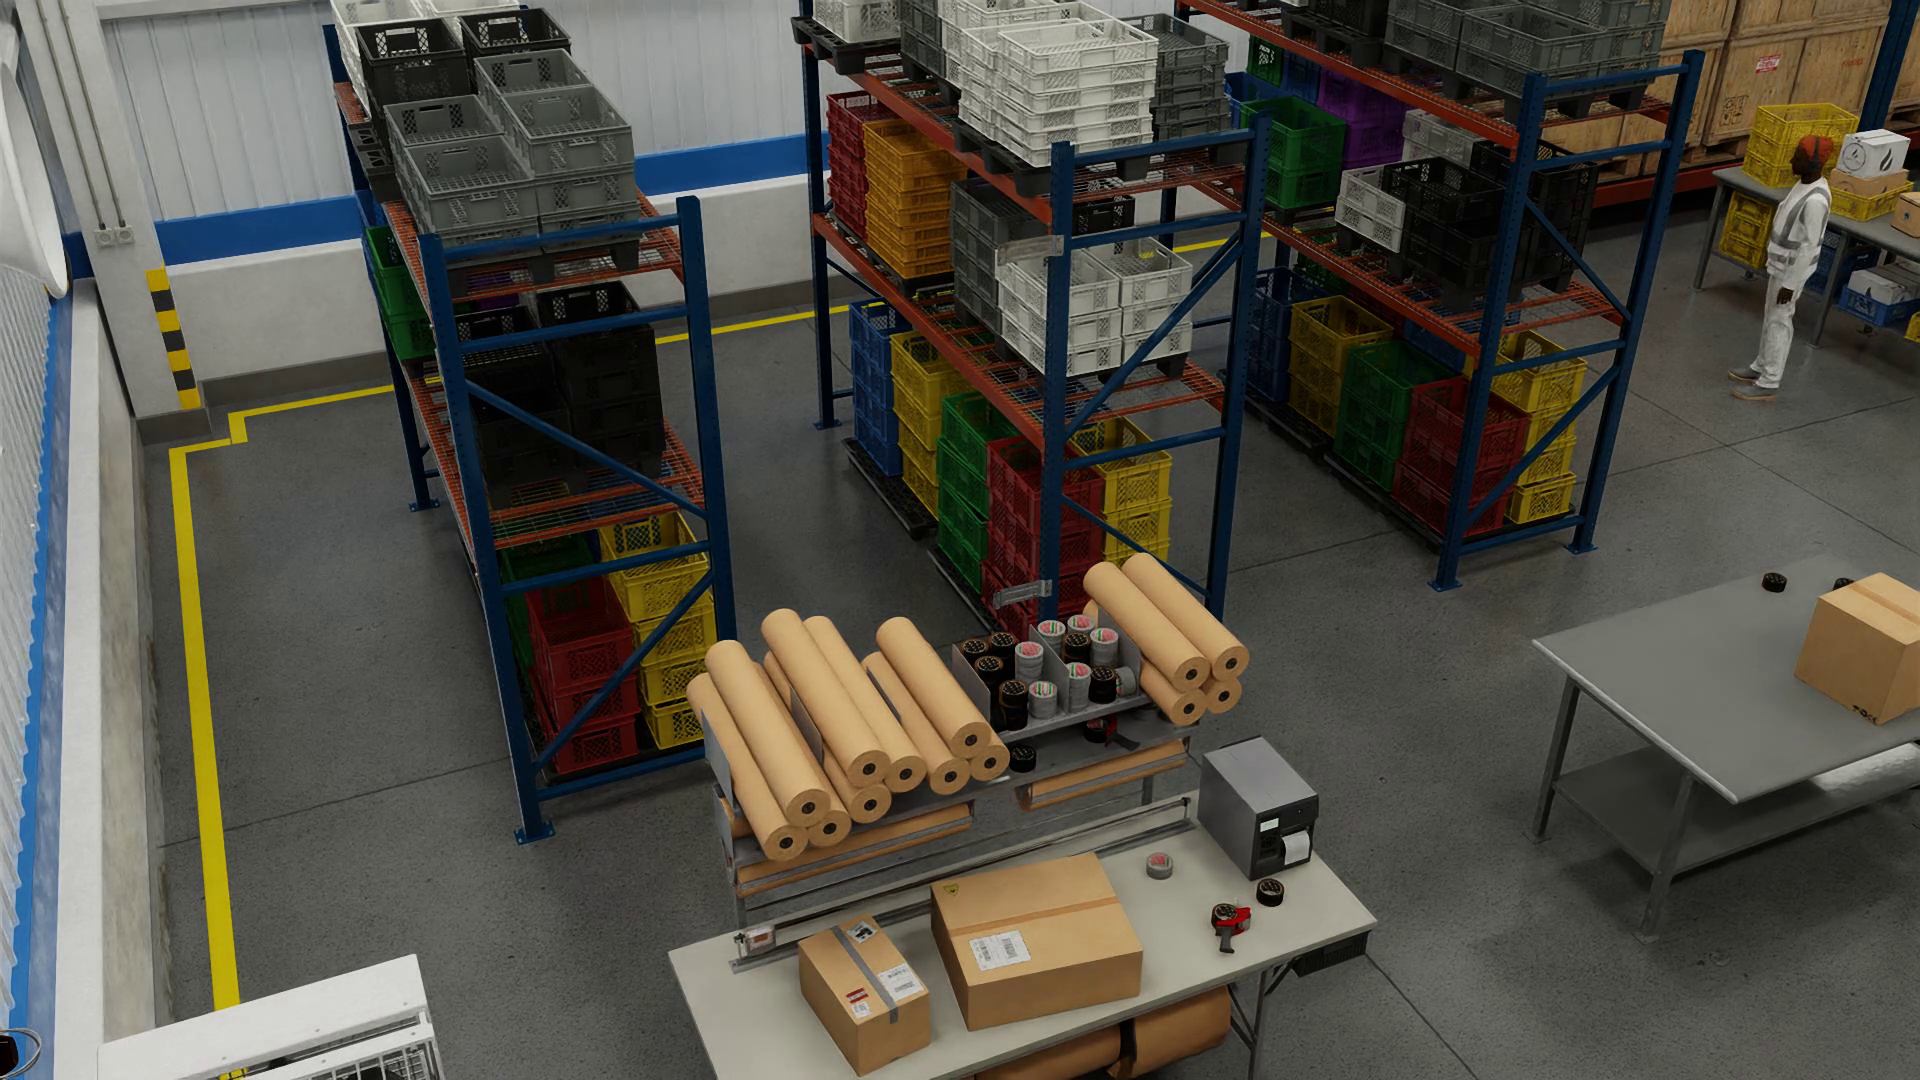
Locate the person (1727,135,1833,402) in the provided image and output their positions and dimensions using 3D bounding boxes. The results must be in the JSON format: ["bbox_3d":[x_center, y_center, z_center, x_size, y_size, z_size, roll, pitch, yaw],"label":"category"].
[{"bbox_3d":[5.694,-1.865,11.445,0.337,1.883,0.584,9,33,15],"label":"person"}]

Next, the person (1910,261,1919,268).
[{"bbox_3d":[7.488,-2.522,12.527,0.309,1.868,0.534,-22,38,-32],"label":"person"}]
